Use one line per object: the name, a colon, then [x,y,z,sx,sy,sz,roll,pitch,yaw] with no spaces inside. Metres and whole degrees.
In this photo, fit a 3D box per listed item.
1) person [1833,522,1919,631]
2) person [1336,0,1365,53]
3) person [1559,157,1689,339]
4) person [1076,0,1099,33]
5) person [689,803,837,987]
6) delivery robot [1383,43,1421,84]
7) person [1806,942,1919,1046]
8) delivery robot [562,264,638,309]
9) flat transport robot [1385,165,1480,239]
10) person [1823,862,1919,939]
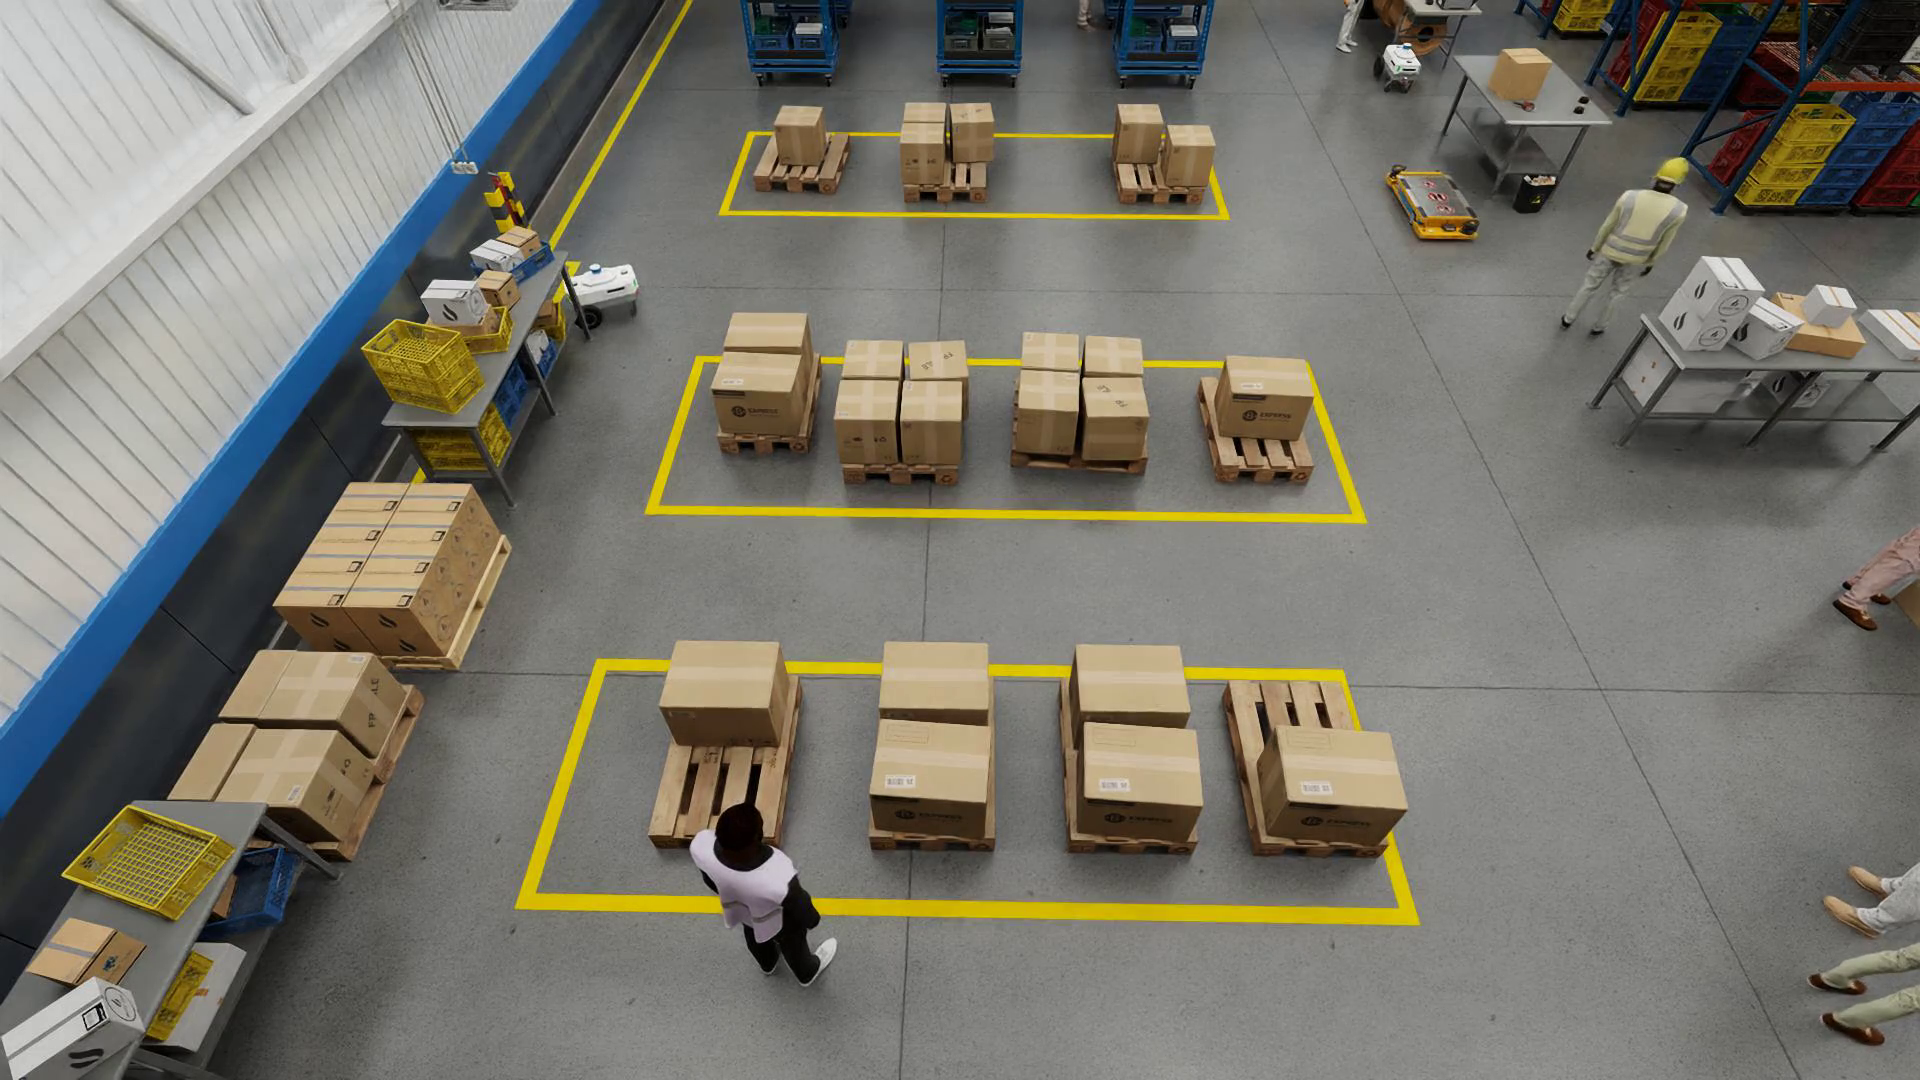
person: [7.127,-0.104,6.535,0.643,1.903,0.399,-32,56,-25]
person: [6.041,-8.266,13.770,0.307,1.640,0.513,28,55,22]
person: [6.483,-2.819,8.929,0.601,1.830,0.404,26,54,21]
person: [2.095,-8.953,14.142,0.410,1.987,0.617,15,51,13]
person: [-1.022,1.898,4.790,0.587,1.920,0.397,17,51,14]
delivery robot: [6.388,-6.916,13.255,0.477,0.478,0.707,2,49,1]
person: [5.127,2.132,4.633,0.328,1.858,0.519,8,50,7]
delivery robot: [-3.734,-2.642,9.556,0.707,0.478,0.477,-20,52,-16]
flat transport robot: [5.692,-4.094,11.059,0.652,0.197,1.431,1,49,1]
person: [5.619,1.676,5.042,0.624,1.835,0.431,-26,54,-21]
